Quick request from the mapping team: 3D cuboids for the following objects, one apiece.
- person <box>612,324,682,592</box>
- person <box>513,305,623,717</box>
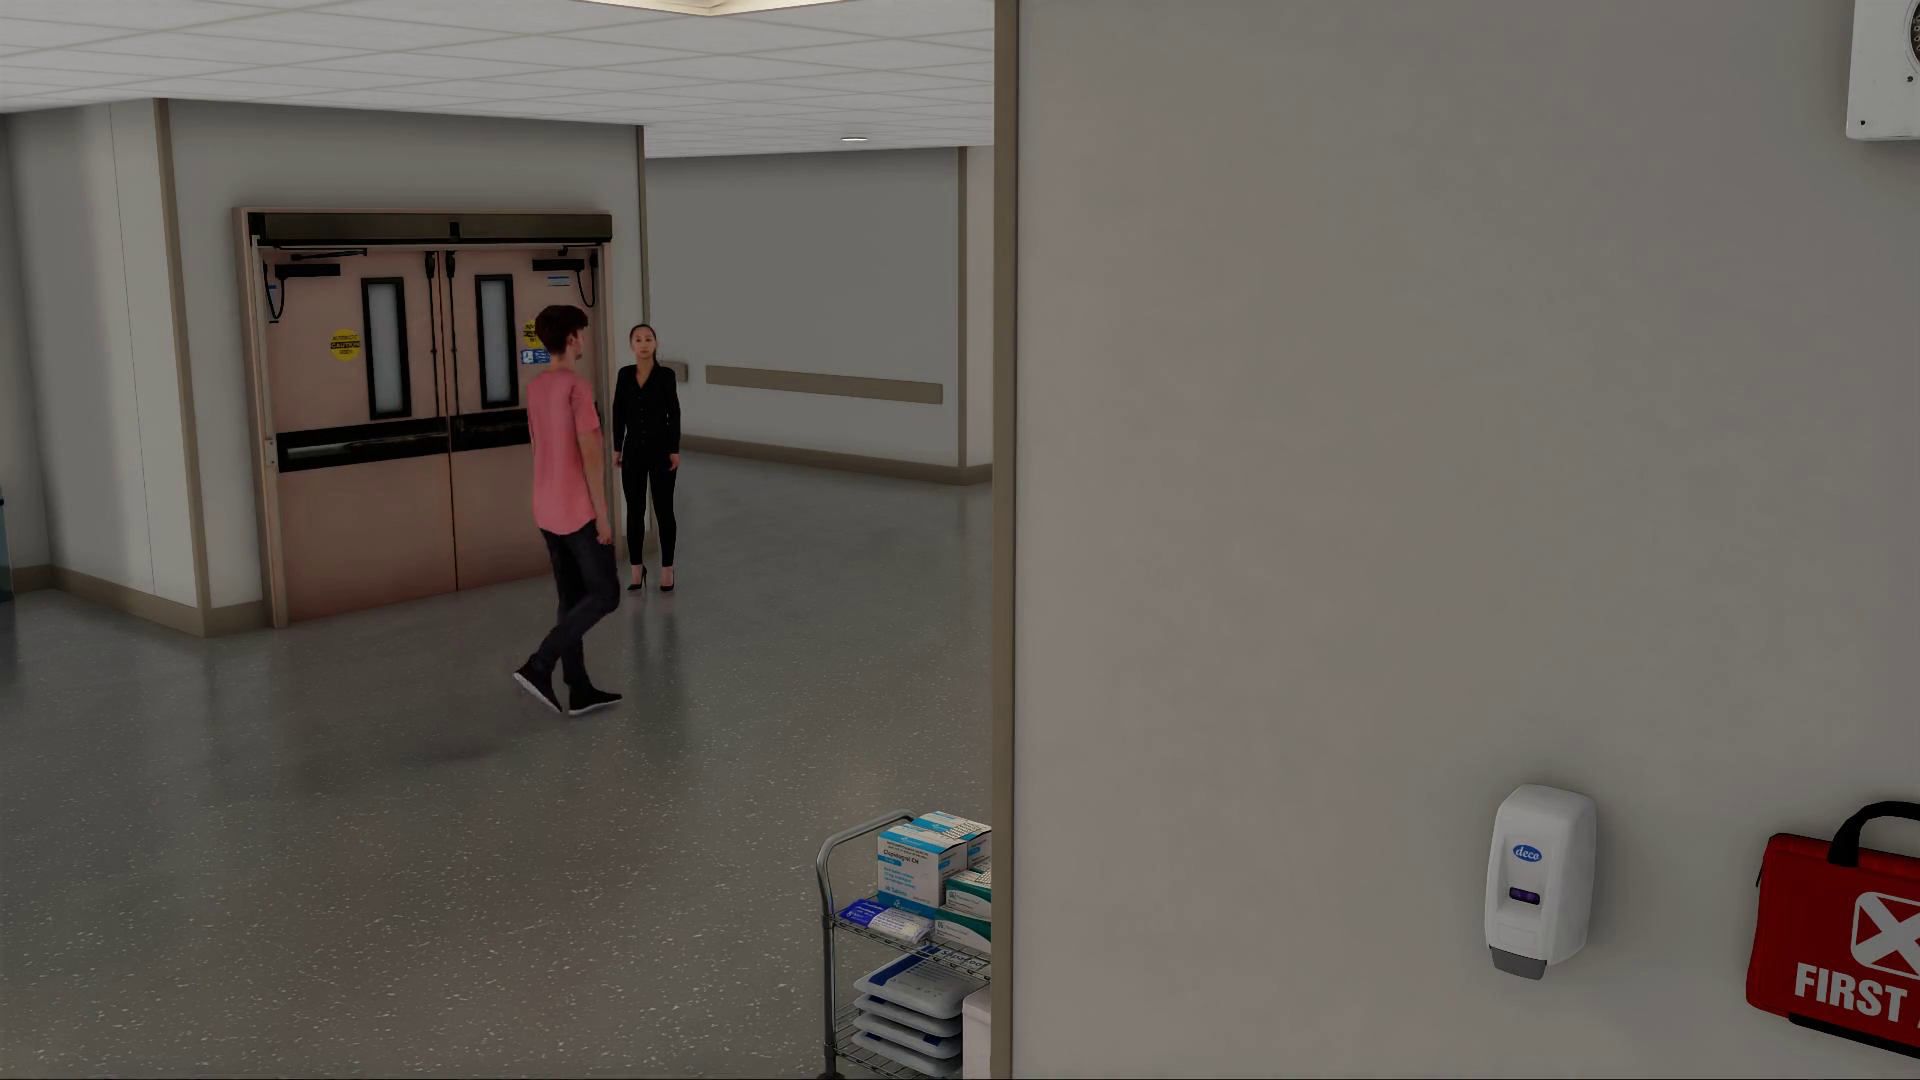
[{"bbox_3d":[-1.982,-0.518,10.560,0.655,1.709,0.664,2,11,8],"label":"person"},{"bbox_3d":[-1.876,-0.100,7.712,0.637,1.948,0.857,9,14,41],"label":"person"}]
